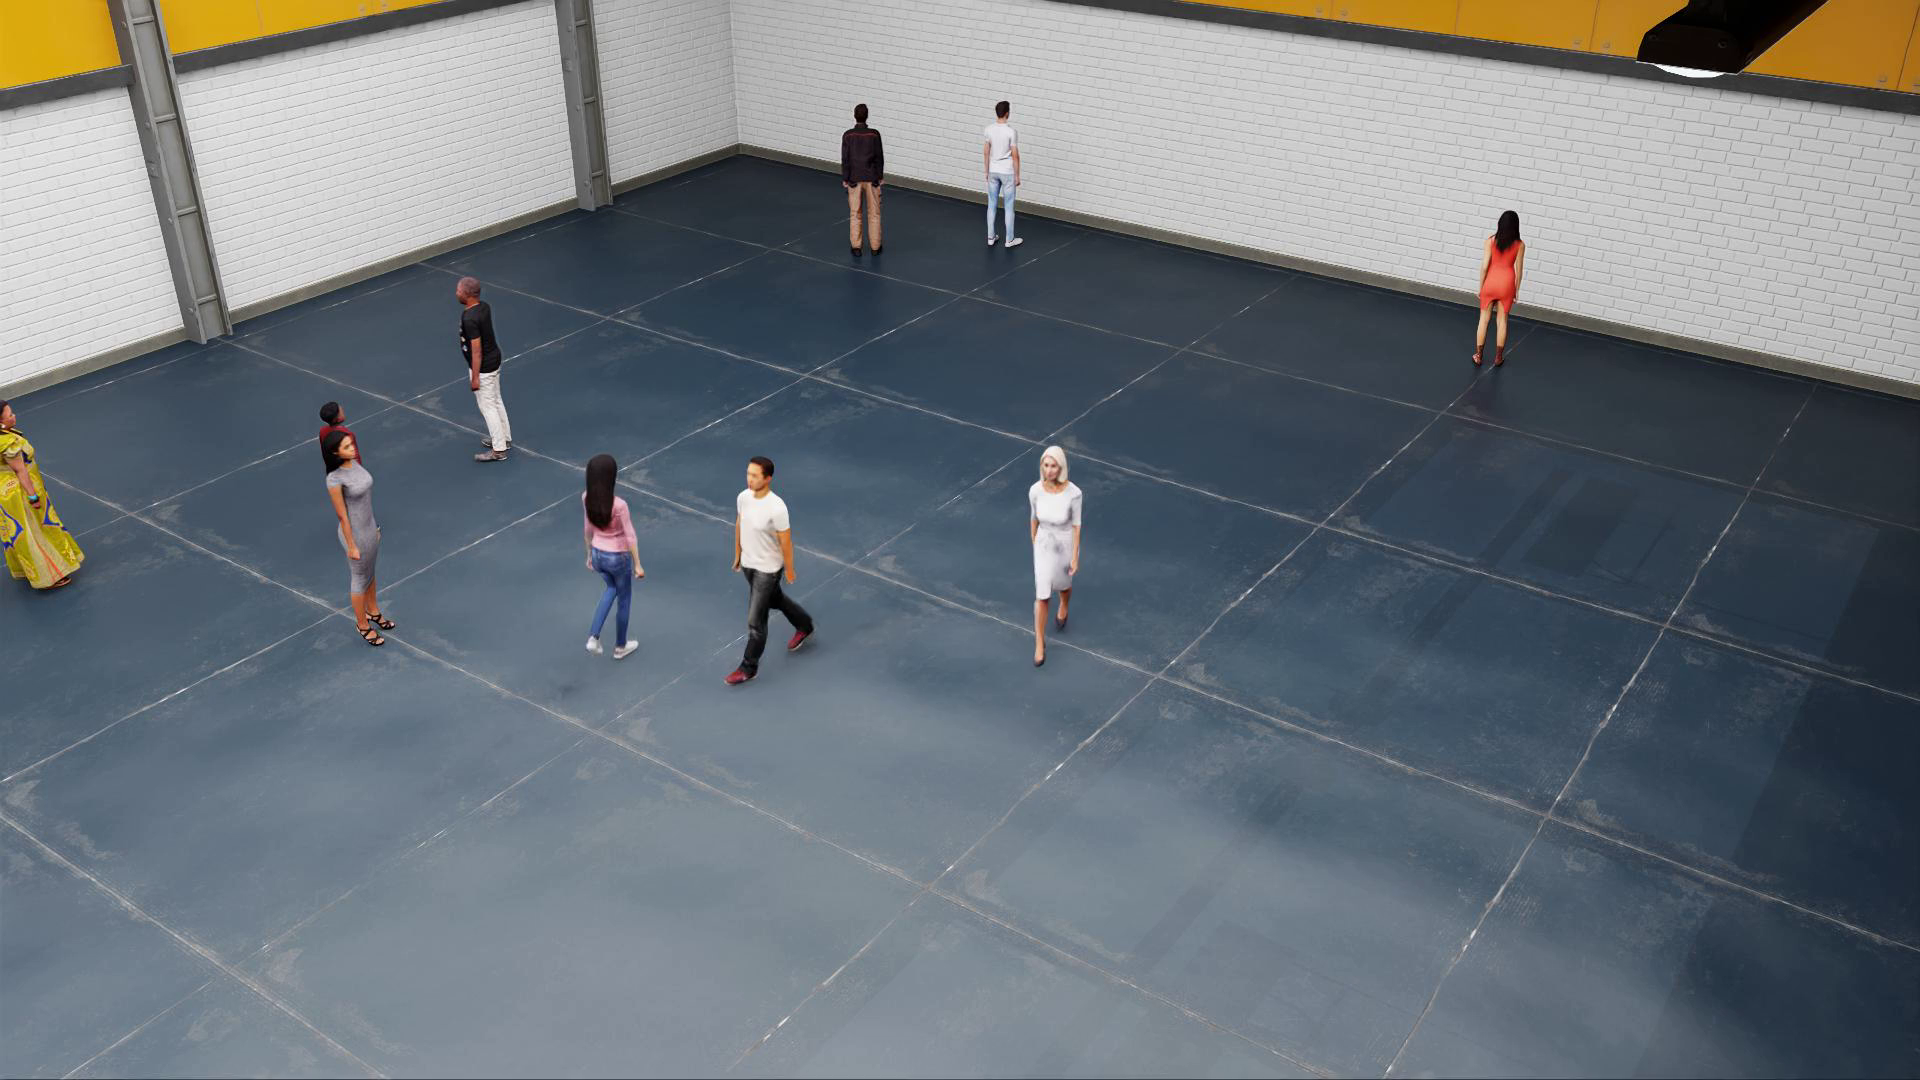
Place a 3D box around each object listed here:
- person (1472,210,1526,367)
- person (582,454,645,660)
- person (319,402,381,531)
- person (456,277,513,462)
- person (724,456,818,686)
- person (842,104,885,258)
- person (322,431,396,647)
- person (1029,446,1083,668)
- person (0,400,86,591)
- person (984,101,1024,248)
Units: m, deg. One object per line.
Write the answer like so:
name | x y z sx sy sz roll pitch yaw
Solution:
person | 5.768 -2.698 17.821 0.645 1.718 0.624 7 29 13
person | -2.680 0.178 12.537 0.602 1.730 0.729 15 32 26
person | -5.377 -0.627 14.508 0.554 1.256 0.555 10 30 17
person | -4.516 -1.630 15.775 0.817 1.804 0.718 0 29 0
person | -1.403 0.168 12.519 0.809 1.765 1.216 26 38 38
person | -1.220 -4.541 20.984 0.790 1.925 0.834 -3 29 -5
person | -4.664 -0.029 12.863 0.722 1.781 0.612 2 29 4
person | 0.756 0.059 12.776 0.872 1.711 1.131 4 29 8
person | -7.717 -0.388 13.648 0.880 1.660 0.804 23 36 36
person | 0.535 -4.702 21.357 0.662 1.850 0.560 16 32 26
